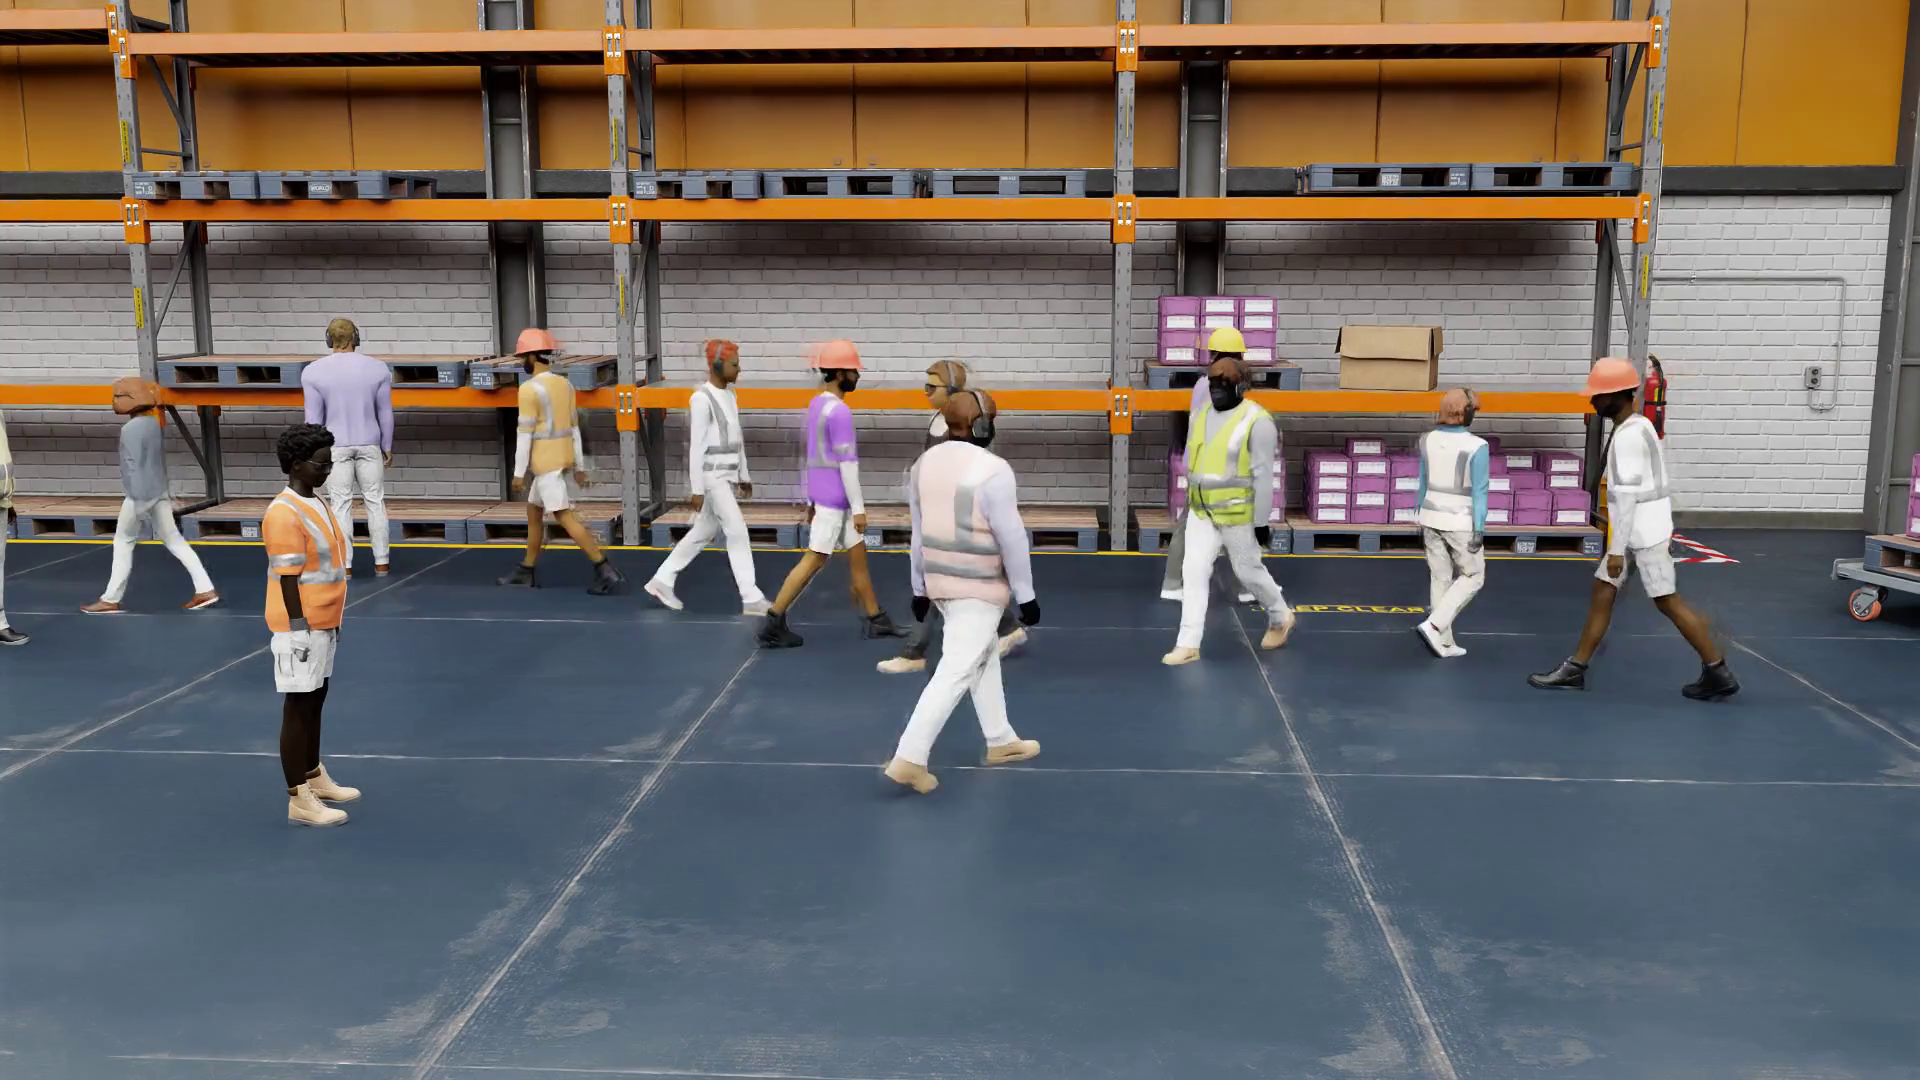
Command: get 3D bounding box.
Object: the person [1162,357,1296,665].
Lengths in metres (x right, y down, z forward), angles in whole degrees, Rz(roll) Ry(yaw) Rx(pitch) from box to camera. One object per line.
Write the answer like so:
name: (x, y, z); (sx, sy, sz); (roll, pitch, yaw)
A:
person: (1.625, -0.181, 9.809); (0.906, 1.810, 0.624); (-8, 12, -38)

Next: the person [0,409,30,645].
person: (-5.895, -0.228, 9.985); (0.404, 1.830, 0.599); (1, 10, 6)

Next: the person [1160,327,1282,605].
person: (1.787, -0.489, 11.308); (0.903, 1.893, 0.625); (-1, 10, -6)

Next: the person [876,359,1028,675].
person: (-0.017, -0.147, 9.611); (0.960, 1.806, 0.525); (-4, 10, -22)

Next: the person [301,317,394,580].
person: (-4.494, -0.669, 12.269); (0.627, 1.936, 0.375); (-5, 11, -27)

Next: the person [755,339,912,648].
person: (-0.792, -0.273, 10.122); (1.015, 1.896, 0.557); (-3, 10, -15)

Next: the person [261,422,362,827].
person: (-2.744, 0.348, 7.019); (0.320, 1.692, 0.531); (-1, 10, -7)

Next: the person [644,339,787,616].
person: (-1.665, -0.412, 11.044); (0.959, 1.852, 0.592); (2, 10, 9)

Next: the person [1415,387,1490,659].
person: (2.850, -0.079, 9.727); (0.426, 1.624, 0.516); (-6, 12, -33)

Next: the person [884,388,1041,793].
person: (0.004, 0.216, 7.501); (0.944, 1.804, 0.627); (-7, 12, -35)

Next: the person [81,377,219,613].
person: (-5.426, -0.291, 11.094); (0.876, 1.592, 0.515); (0, 10, -2)

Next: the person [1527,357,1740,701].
person: (3.686, -0.045, 8.894); (1.061, 1.858, 0.554); (3, 10, 18)

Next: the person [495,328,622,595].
person: (-2.836, -0.547, 11.730); (1.016, 1.889, 0.541); (2, 10, 14)
